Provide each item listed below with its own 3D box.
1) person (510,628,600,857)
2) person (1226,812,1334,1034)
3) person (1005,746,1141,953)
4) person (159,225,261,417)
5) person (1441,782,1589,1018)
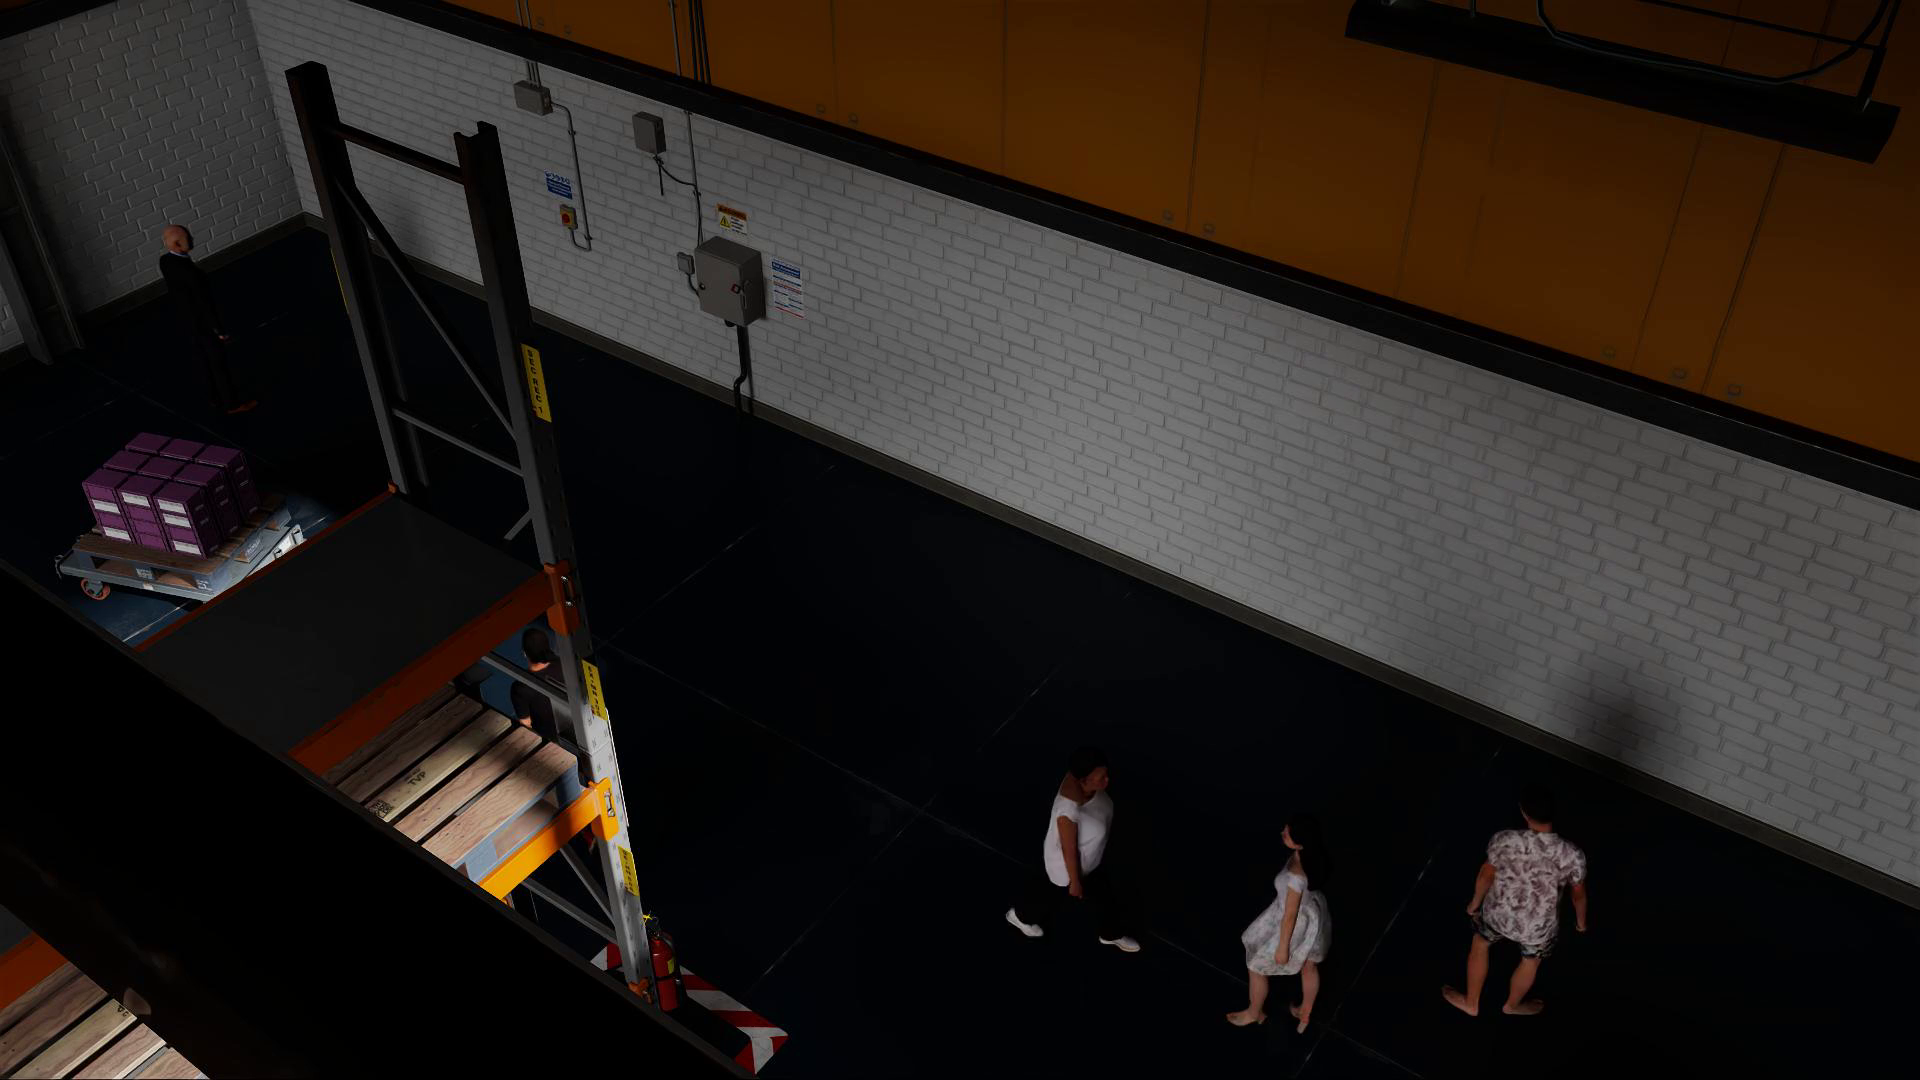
[{"bbox_3d":[-2.520,1.286,10.545,0.955,1.743,0.798,-31,48,-33],"label":"person"},{"bbox_3d":[1.916,2.193,9.396,0.732,1.760,0.602,28,47,31],"label":"person"},{"bbox_3d":[0.630,1.845,9.913,0.881,1.659,1.079,15,41,18],"label":"person"},{"bbox_3d":[-6.633,-1.911,14.506,0.678,1.797,0.576,25,45,28],"label":"person"},{"bbox_3d":[3.208,2.118,9.463,0.827,1.794,0.616,28,46,30],"label":"person"}]
